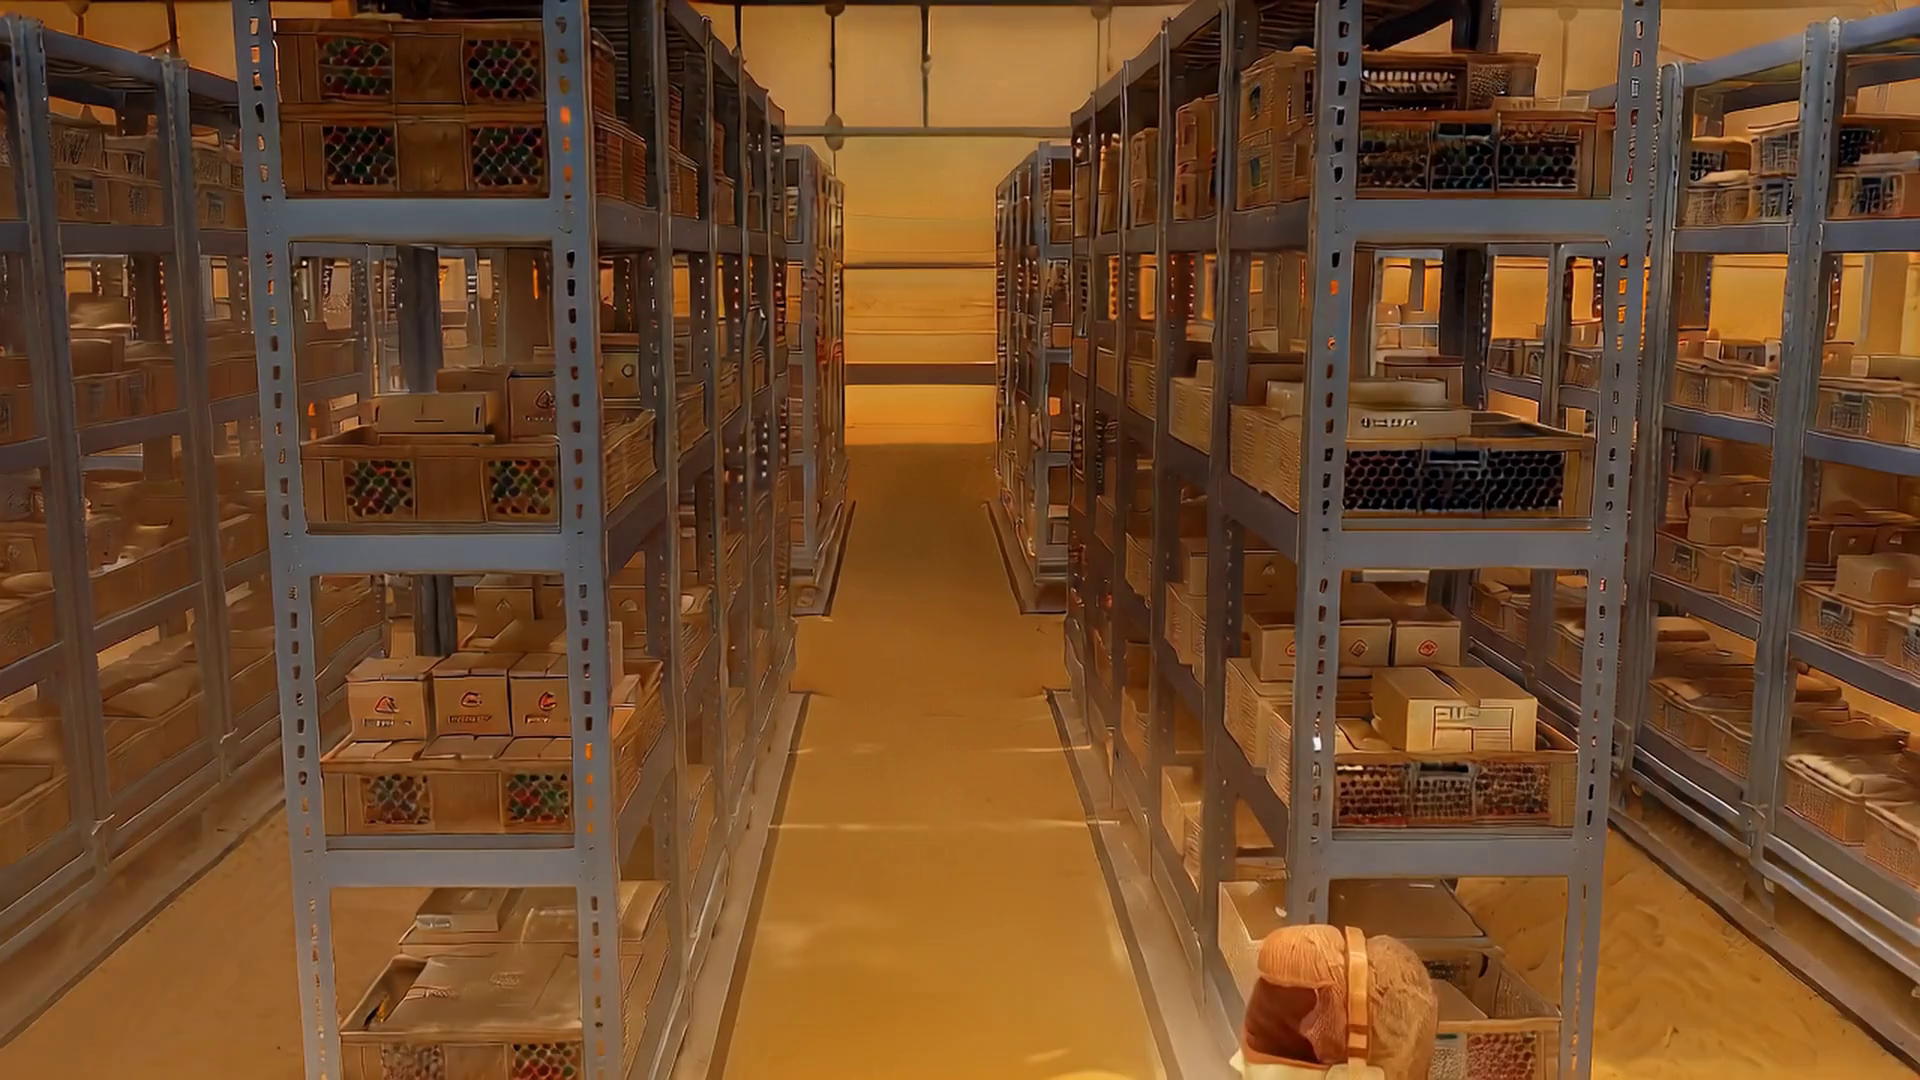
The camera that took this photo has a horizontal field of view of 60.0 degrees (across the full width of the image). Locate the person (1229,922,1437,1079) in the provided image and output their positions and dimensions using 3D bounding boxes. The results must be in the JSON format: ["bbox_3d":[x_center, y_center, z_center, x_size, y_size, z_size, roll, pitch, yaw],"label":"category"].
[{"bbox_3d":[0.443,1.401,2.109,0.410,1.908,0.643,1,9,3],"label":"person"}]
